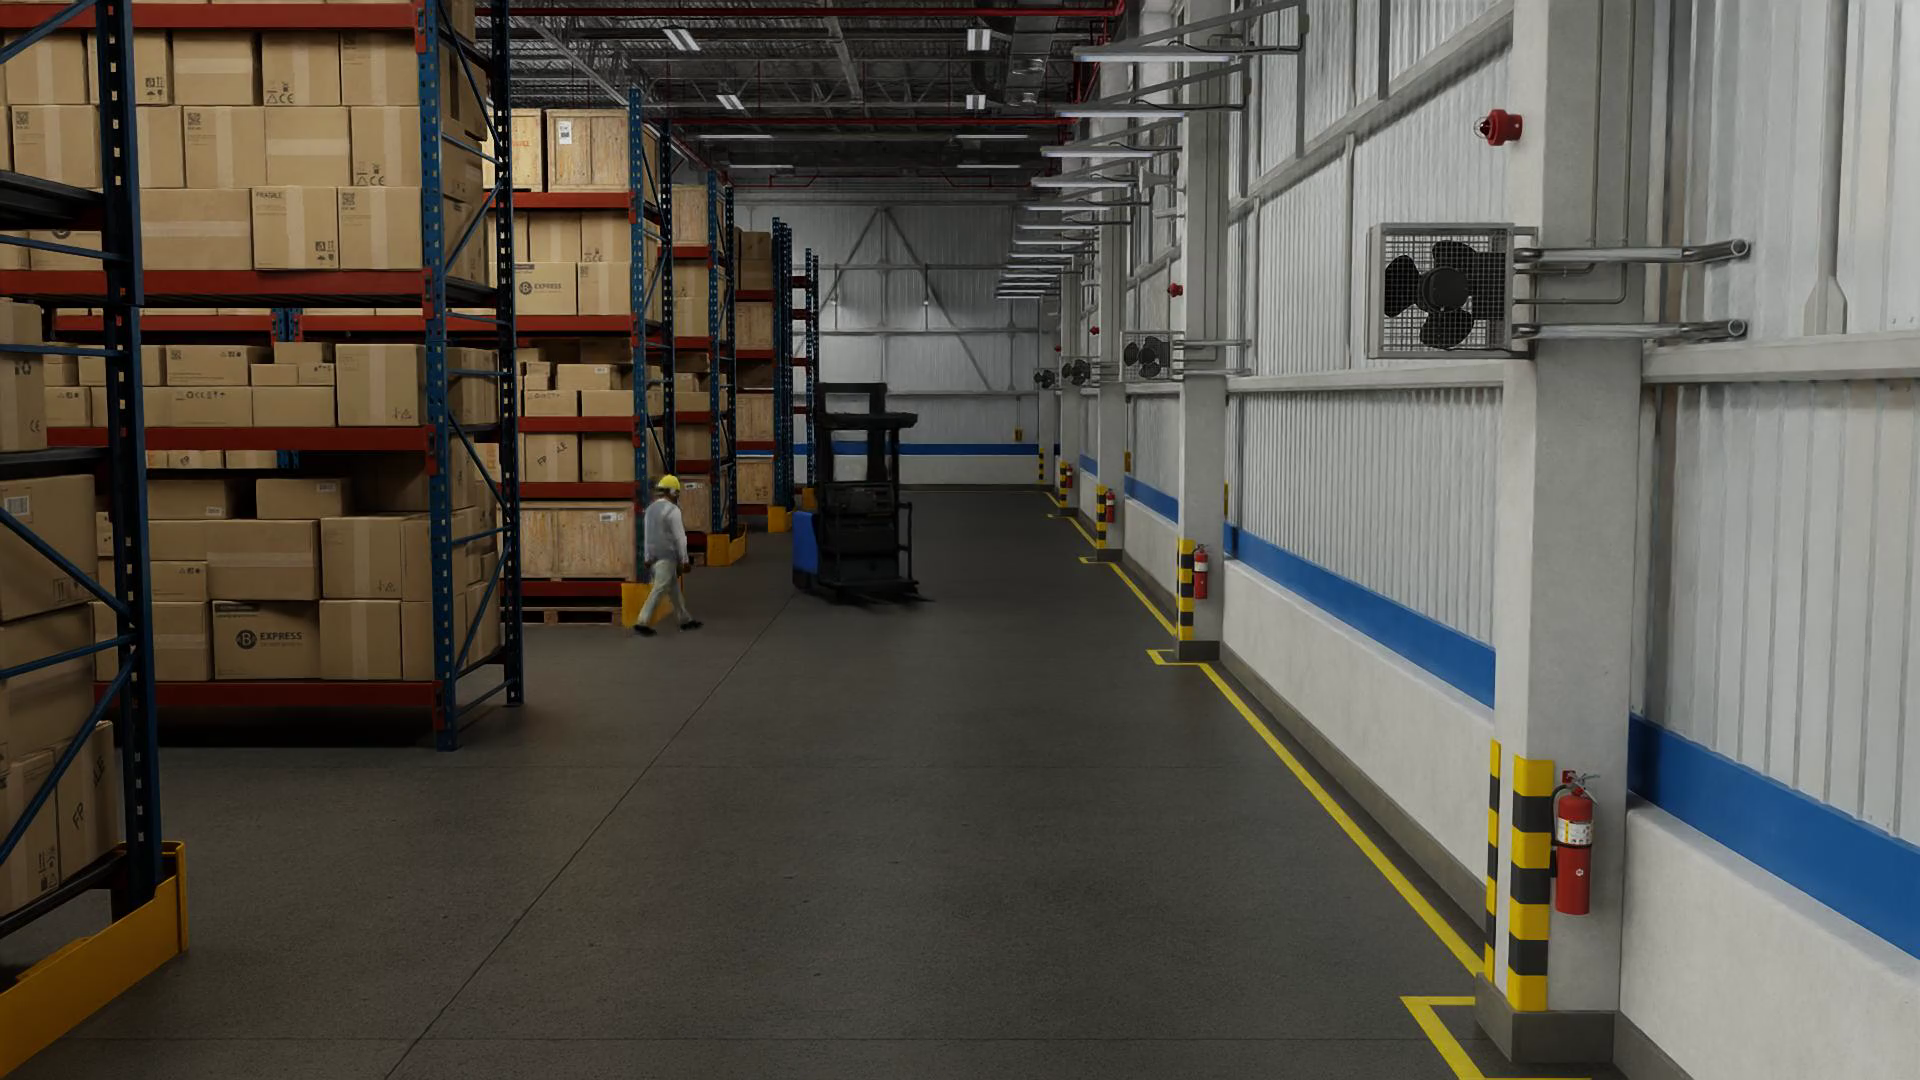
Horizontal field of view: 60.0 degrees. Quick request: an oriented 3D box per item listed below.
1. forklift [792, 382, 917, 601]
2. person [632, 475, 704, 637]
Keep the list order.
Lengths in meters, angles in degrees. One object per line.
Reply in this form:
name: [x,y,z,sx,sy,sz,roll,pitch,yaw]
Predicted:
forklift: [-1.452,-0.689,21.941,1.129,2.768,1.873,-2,5,-25]
person: [-3.240,0.172,18.328,0.957,1.778,0.608,-4,6,-39]
